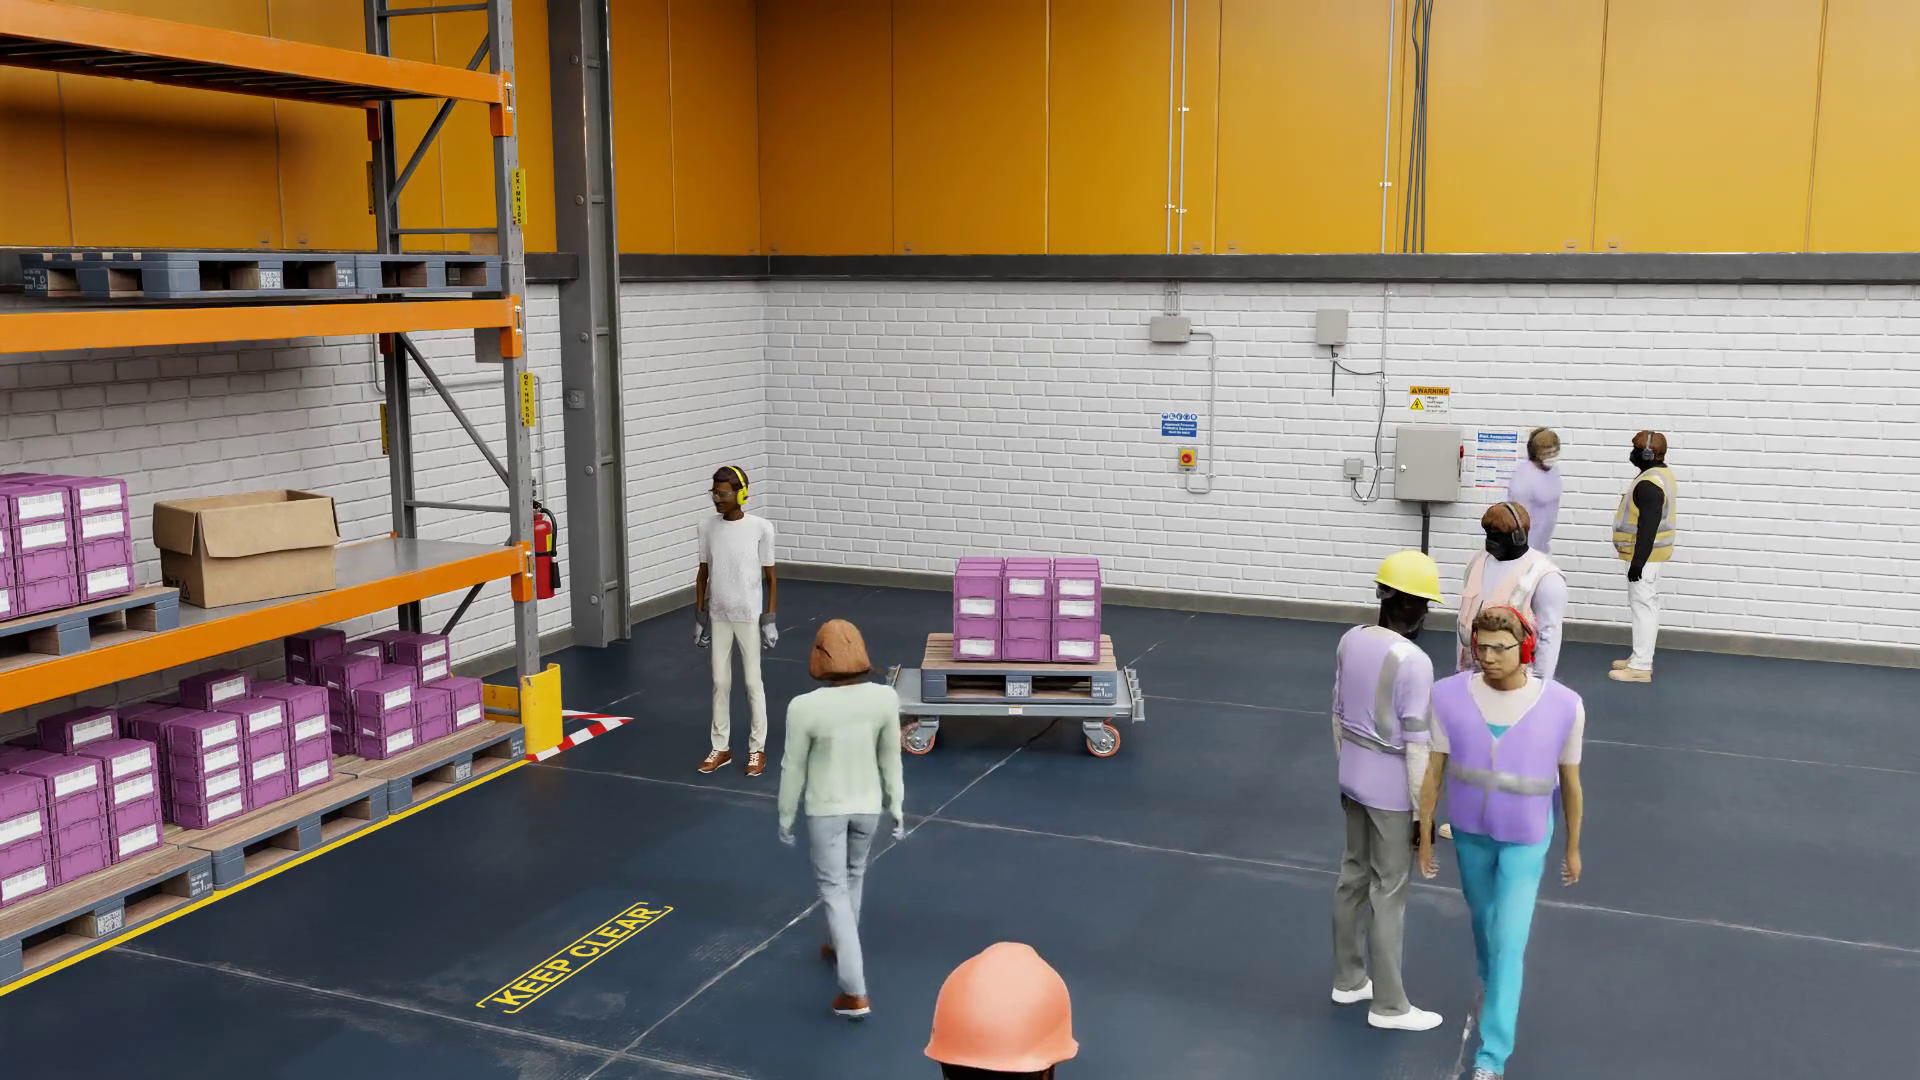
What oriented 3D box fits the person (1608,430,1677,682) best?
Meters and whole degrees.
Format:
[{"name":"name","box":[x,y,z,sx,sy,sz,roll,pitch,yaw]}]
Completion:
[{"name":"person","box":[4.996,0.116,12.186,0.429,1.844,0.625,5,11,27]}]

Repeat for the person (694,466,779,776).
[{"name":"person","box":[-1.338,0.480,9.909,0.535,1.865,0.312,2,10,13]}]

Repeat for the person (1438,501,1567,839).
[{"name":"person","box":[2.794,0.709,8.612,0.429,1.837,0.621,-5,11,-29]}]

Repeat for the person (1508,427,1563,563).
[{"name":"person","box":[4.118,0.114,12.034,0.474,1.895,0.659,9,13,42]}]

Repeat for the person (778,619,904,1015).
[{"name":"person","box":[-0.494,1.113,6.888,0.517,1.599,0.773,-5,11,-27]}]

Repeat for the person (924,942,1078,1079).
[{"name":"person","box":[0.070,1.621,2.802,0.542,1.929,0.374,1,9,8]}]

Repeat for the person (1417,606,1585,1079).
[{"name":"person","box":[2.043,1.114,6.315,0.570,1.788,0.998,6,11,31]}]

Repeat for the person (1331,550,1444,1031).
[{"name":"person","box":[1.716,0.990,6.661,0.394,1.916,0.588,-3,10,-18]}]
